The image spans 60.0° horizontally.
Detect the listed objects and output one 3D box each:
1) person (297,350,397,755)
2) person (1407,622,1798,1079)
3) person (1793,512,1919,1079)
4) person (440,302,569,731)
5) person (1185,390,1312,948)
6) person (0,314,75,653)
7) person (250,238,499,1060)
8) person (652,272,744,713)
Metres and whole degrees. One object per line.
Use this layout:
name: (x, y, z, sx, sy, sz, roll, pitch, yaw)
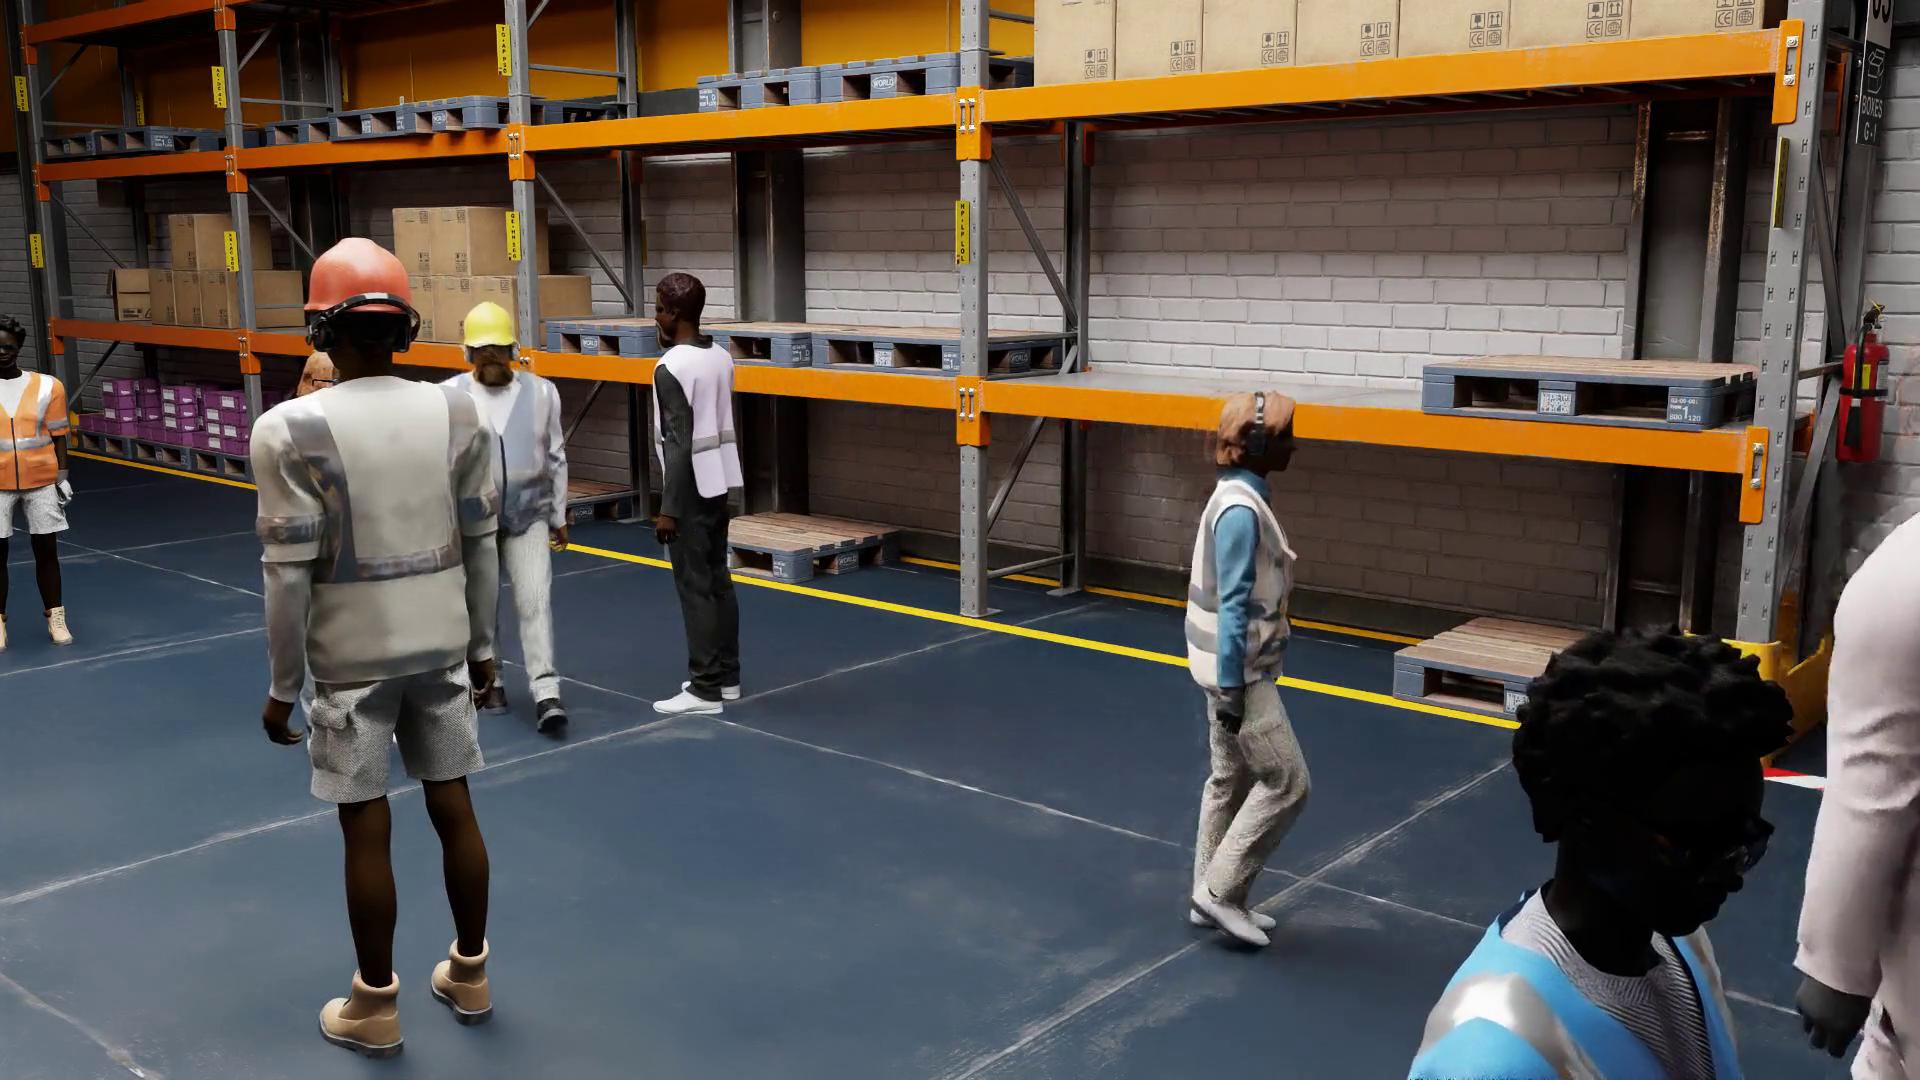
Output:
person: (-2.469, 0.055, 6.627, 0.270, 1.632, 0.508, 5, 11, 24)
person: (0.578, 0.903, 1.625, 0.322, 1.694, 0.536, 8, 12, 37)
person: (1.697, 0.638, 2.571, 0.664, 1.877, 0.825, -8, 12, -37)
person: (-1.918, -0.082, 6.957, 0.608, 1.787, 0.888, -4, 11, -20)
person: (0.836, 0.382, 4.792, 0.382, 1.621, 0.535, 2, 10, 10)
person: (-4.758, -0.284, 8.379, 0.535, 1.697, 0.318, -7, 12, -34)
person: (-1.454, 0.279, 4.185, 0.605, 2.045, 0.377, -9, 13, -42)
person: (-1.143, -0.197, 7.252, 0.371, 1.916, 0.597, 2, 10, 14)
